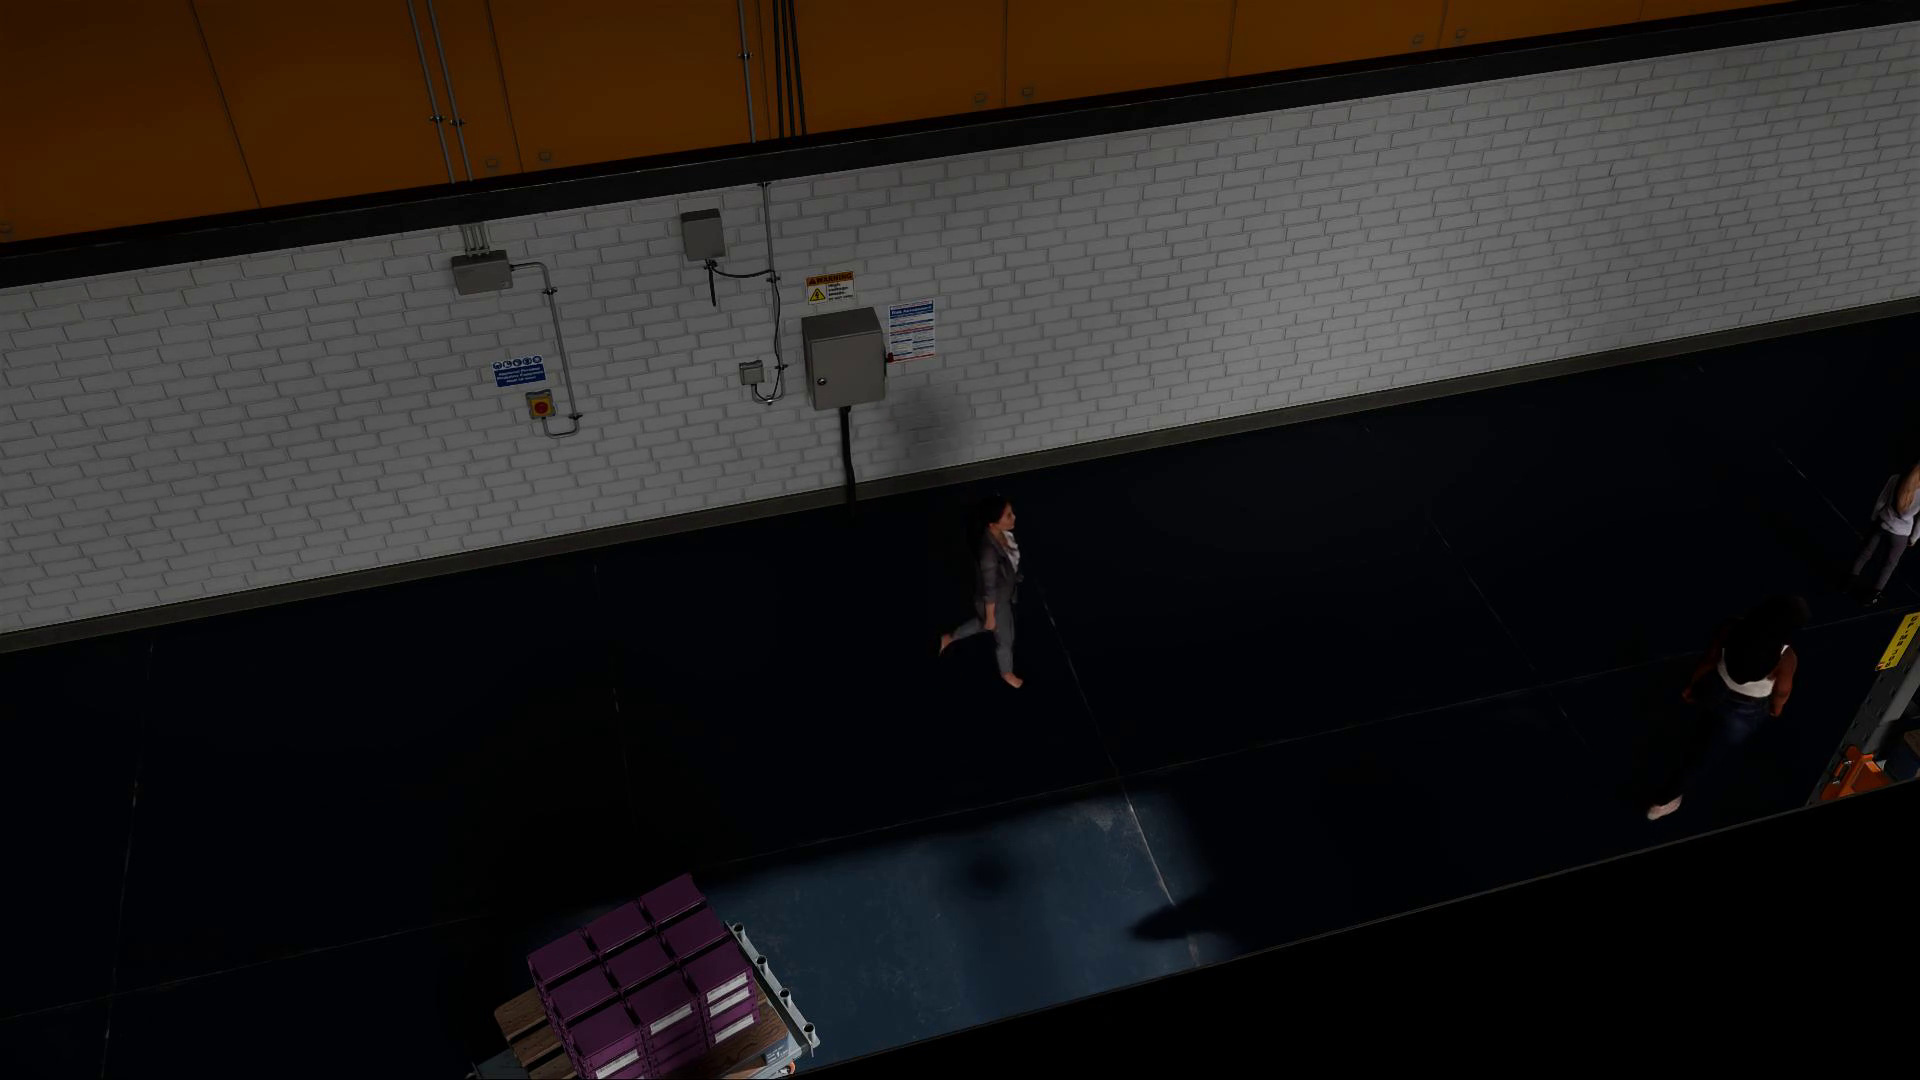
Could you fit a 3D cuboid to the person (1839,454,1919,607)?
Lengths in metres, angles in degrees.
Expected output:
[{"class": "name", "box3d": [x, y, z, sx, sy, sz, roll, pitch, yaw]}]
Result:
[{"class": "person", "box3d": [6.306, -0.084, 11.247, 0.617, 1.279, 0.529, -27, 50, -25]}]

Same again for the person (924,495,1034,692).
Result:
[{"class": "person", "box3d": [0.131, 0.354, 10.513, 0.887, 1.659, 0.990, 4, 44, 4]}]

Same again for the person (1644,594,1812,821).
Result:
[{"class": "person", "box3d": [4.434, 1.026, 9.734, 0.925, 1.761, 1.139, -23, 48, -23]}]
